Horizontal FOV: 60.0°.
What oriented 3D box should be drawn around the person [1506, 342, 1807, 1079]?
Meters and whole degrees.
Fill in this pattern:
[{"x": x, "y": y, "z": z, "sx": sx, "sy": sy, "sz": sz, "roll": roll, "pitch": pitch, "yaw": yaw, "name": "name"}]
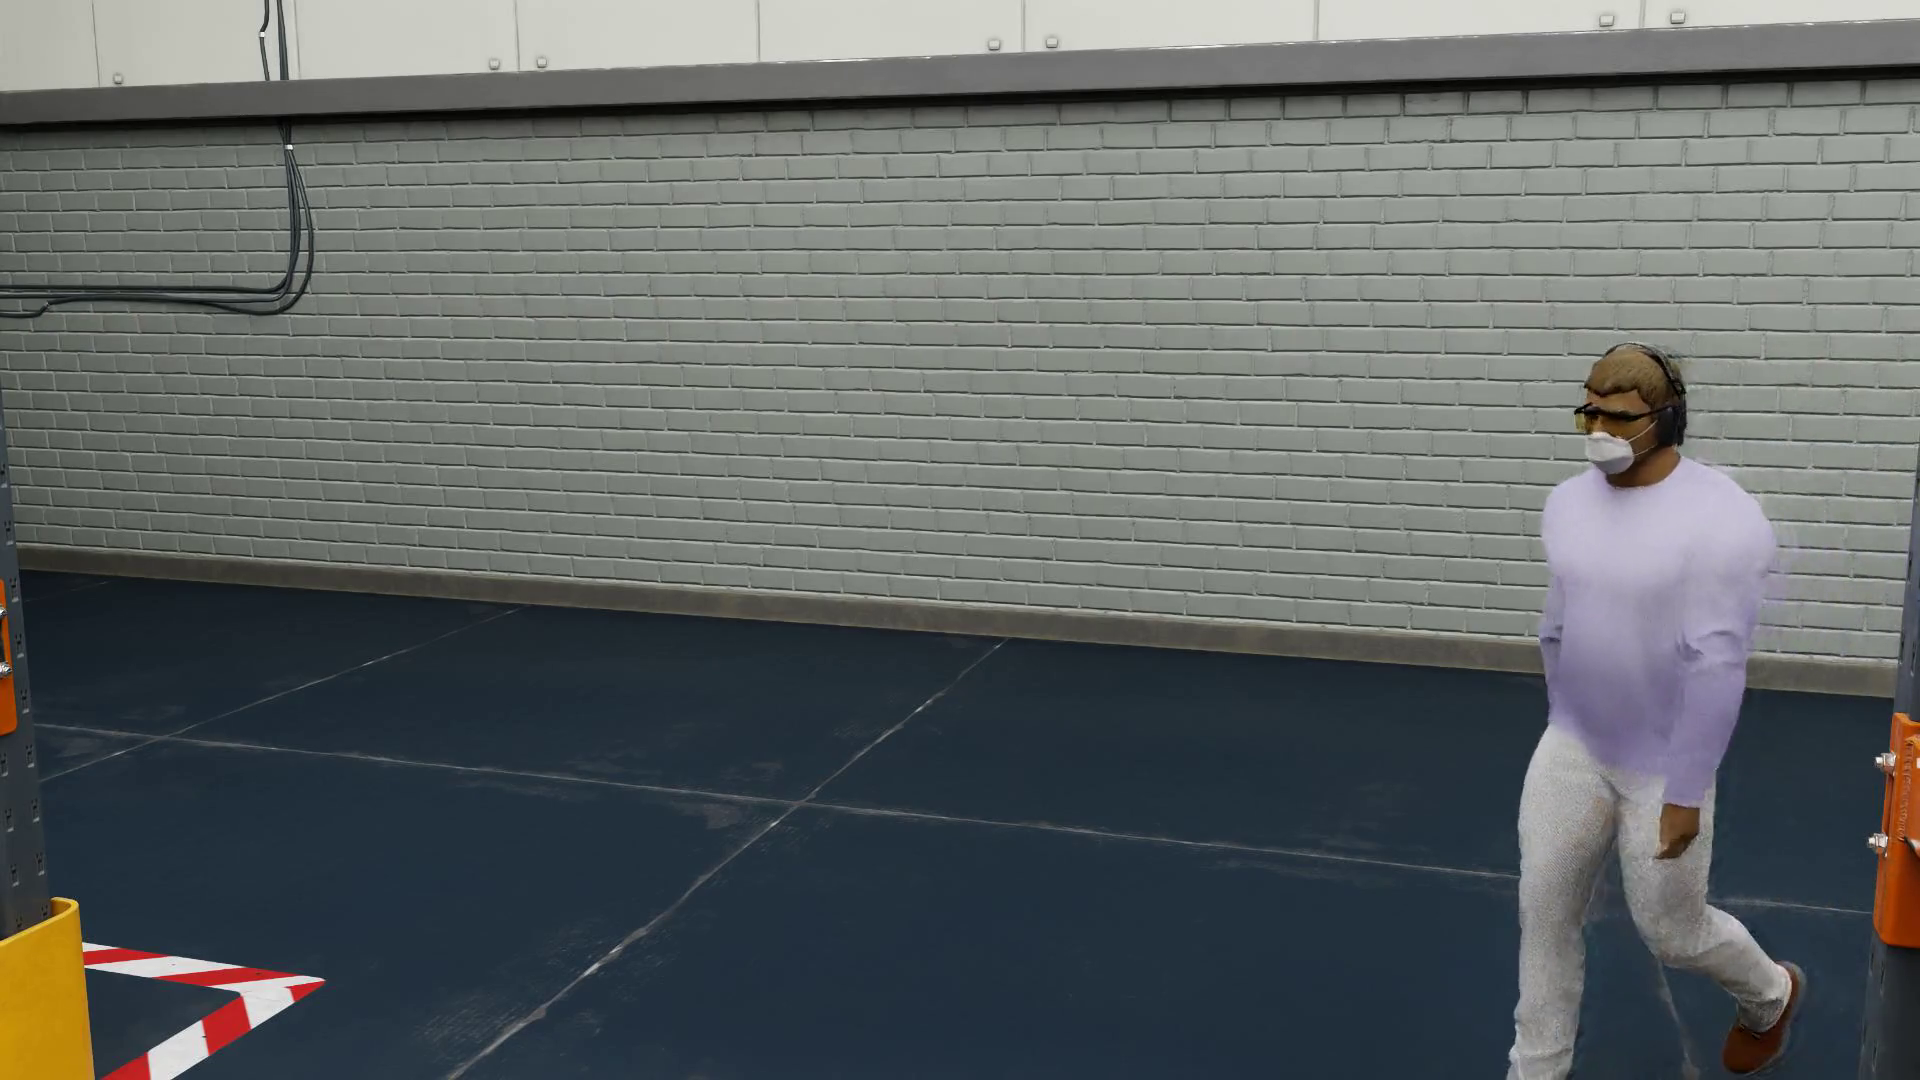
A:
[{"x": 1.633, "y": 0.486, "z": 3.880, "sx": 0.861, "sy": 1.906, "sz": 0.629, "roll": -5, "pitch": 11, "yaw": -27, "name": "person"}]
